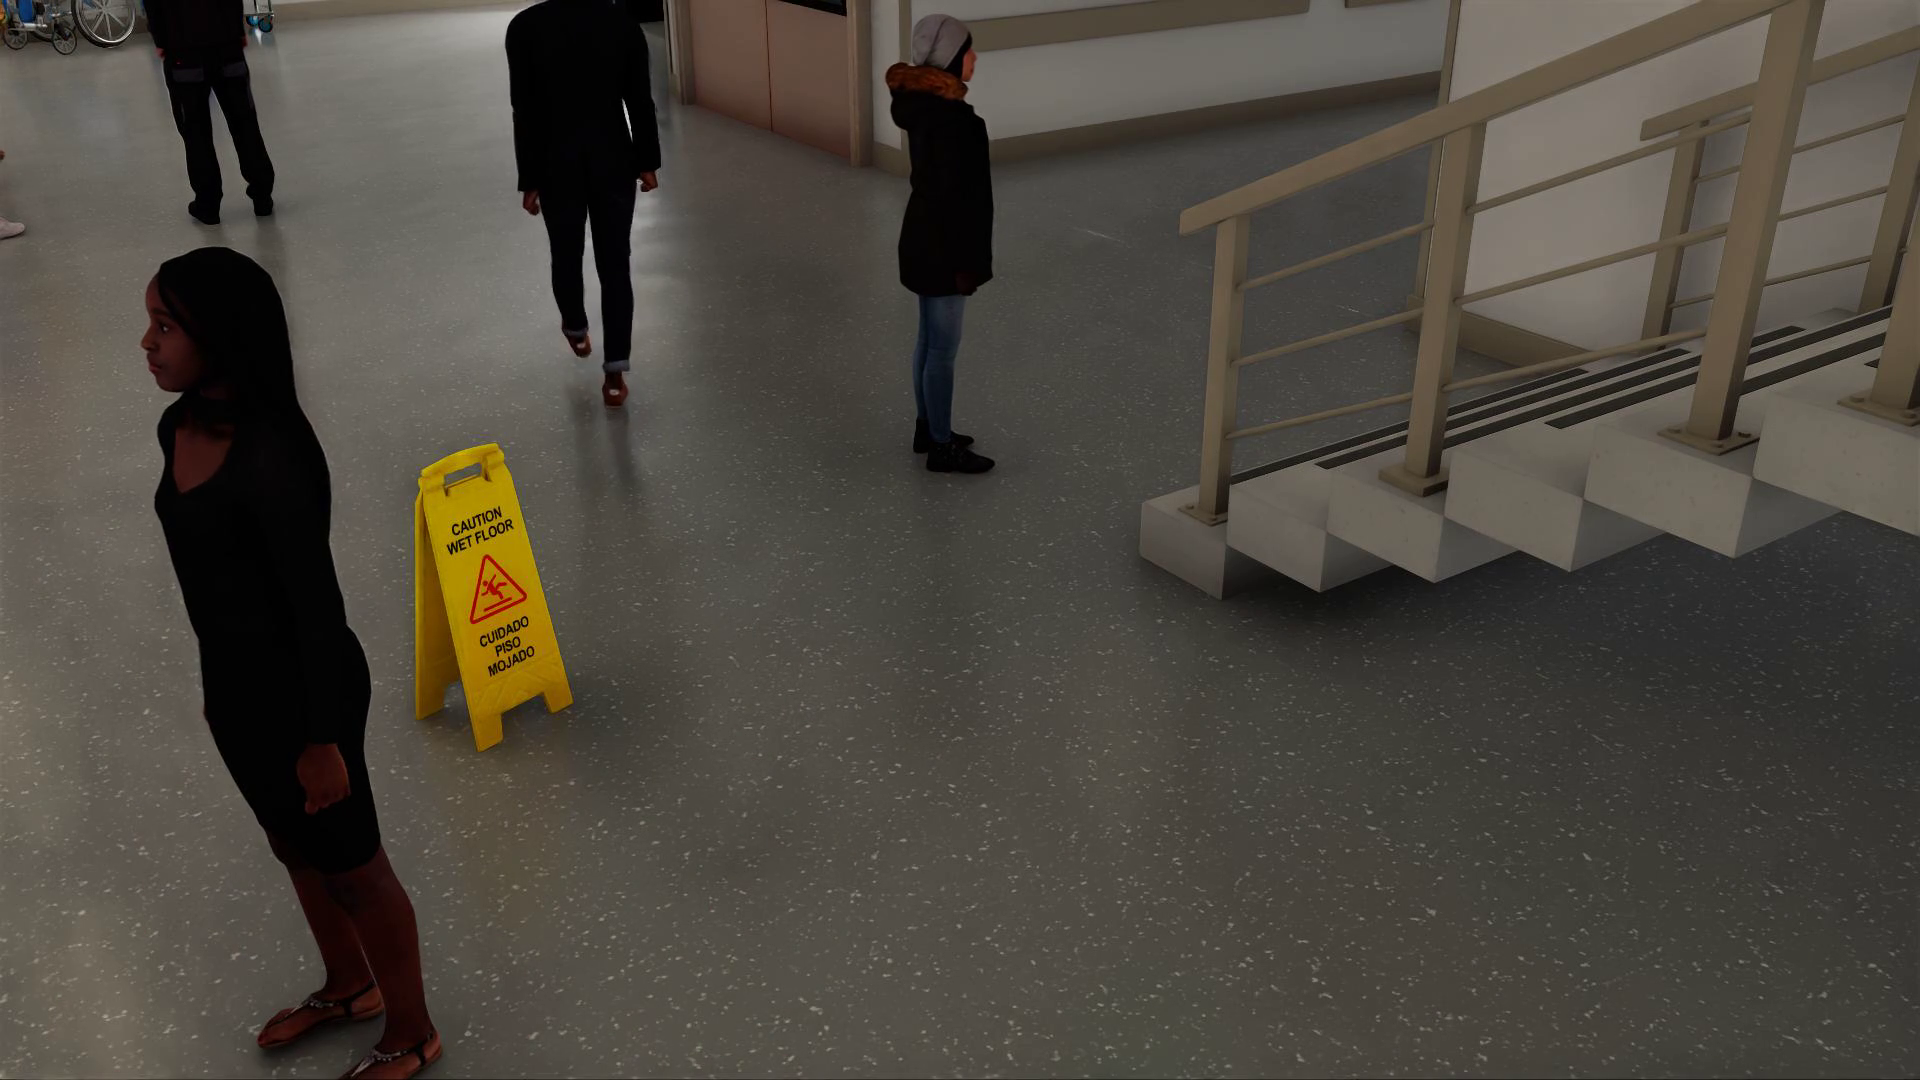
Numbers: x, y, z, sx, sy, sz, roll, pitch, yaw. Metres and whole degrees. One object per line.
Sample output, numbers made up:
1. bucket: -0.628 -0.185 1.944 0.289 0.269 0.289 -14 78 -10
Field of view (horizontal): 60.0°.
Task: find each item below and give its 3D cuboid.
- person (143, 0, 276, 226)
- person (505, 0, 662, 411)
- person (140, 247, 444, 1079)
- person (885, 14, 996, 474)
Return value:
1. person: -4.160 -2.725 9.126 0.670 1.915 0.562 -17 31 -31
2. person: -1.449 -1.379 6.491 0.997 1.780 1.238 -6 26 -13
3. person: -1.245 0.304 3.070 0.500 1.720 0.710 23 34 38
4. person: -0.067 -1.053 5.985 0.781 1.633 0.674 -5 26 -10
